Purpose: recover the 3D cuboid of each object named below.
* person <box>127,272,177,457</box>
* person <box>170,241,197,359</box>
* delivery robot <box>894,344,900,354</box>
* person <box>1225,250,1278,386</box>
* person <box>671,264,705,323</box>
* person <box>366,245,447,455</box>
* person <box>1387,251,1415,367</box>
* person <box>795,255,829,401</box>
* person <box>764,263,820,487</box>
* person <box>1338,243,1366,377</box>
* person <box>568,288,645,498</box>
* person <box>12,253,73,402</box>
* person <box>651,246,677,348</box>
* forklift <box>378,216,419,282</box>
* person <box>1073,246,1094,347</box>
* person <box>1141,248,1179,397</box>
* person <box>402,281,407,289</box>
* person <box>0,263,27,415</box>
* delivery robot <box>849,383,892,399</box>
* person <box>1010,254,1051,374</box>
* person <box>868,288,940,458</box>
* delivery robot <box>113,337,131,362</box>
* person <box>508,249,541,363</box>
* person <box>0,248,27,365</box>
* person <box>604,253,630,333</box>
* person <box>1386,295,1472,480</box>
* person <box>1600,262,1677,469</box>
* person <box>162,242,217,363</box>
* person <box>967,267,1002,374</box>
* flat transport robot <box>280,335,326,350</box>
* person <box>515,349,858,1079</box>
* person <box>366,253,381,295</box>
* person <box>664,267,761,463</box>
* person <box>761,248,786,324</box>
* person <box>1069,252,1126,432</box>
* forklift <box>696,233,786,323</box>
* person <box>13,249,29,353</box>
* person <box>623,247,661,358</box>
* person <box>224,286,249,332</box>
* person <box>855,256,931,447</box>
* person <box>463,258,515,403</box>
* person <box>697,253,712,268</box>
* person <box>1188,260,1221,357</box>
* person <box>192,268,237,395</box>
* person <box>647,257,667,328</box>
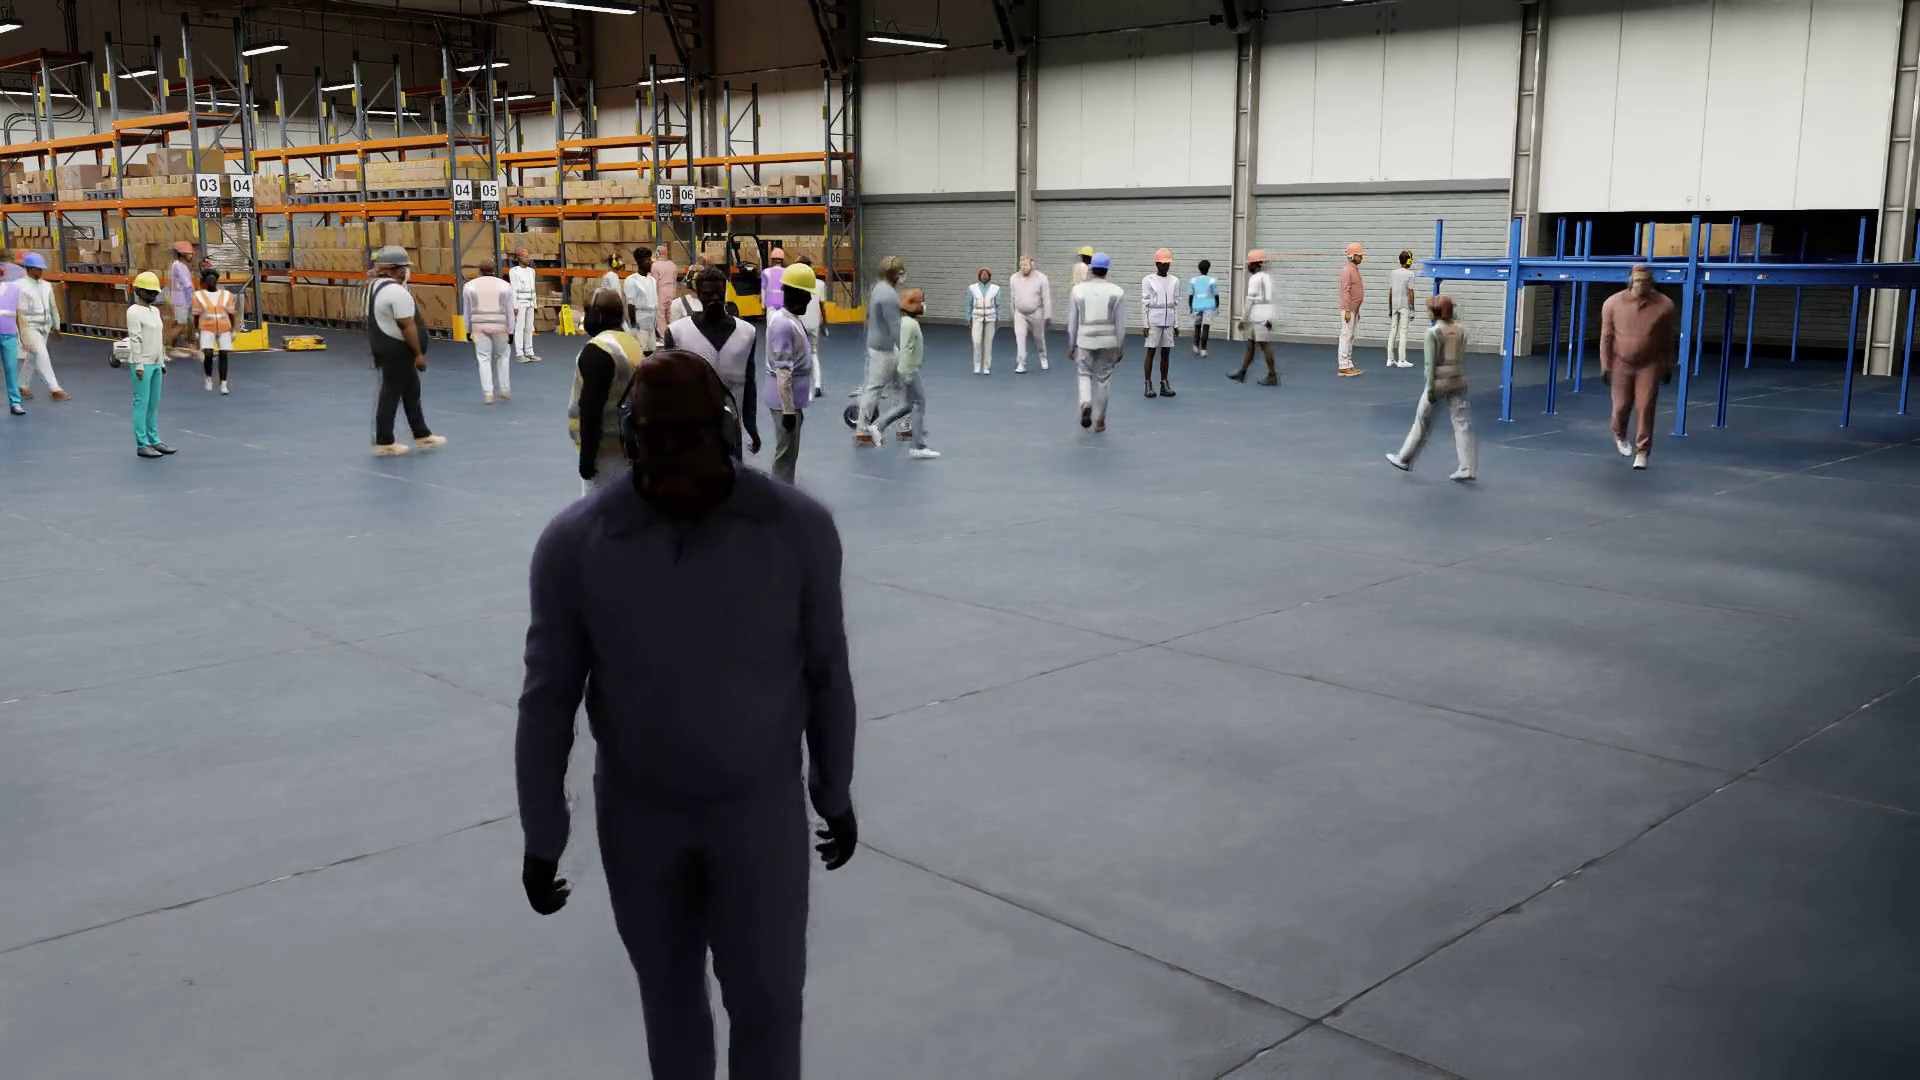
[{"bbox_3d":[-7.795,-1.690,16.017,0.337,1.760,0.526,0,10,0],"label":"person"},{"bbox_3d":[-13.288,-4.122,28.607,0.793,1.996,0.621,-5,11,-25],"label":"person"},{"bbox_3d":[-1.061,-2.899,25.753,0.477,0.478,0.707,-3,11,-17],"label":"delivery robot"},{"bbox_3d":[4.154,-3.152,23.642,0.924,1.890,0.552,5,12,26],"label":"person"},{"bbox_3d":[-2.423,-1.619,15.390,0.507,1.847,0.343,-9,14,-40],"label":"person"},{"bbox_3d":[-5.349,-1.839,16.172,0.882,2.000,0.695,-7,13,-35],"label":"person"},{"bbox_3d":[7.141,-3.734,26.890,0.319,1.864,0.517,-8,13,-36],"label":"person"},{"bbox_3d":[-1.967,-2.707,21.296,0.537,1.850,0.393,-5,11,-25],"label":"person"},{"bbox_3d":[-1.165,-0.963,11.623,0.396,1.915,0.589,0,10,1],"label":"person"},{"bbox_3d":[5.932,-3.491,25.190,0.382,1.995,0.612,5,12,26],"label":"person"},{"bbox_3d":[-1.948,-0.528,9.534,0.662,1.818,0.635,1,10,6],"label":"person"},{"bbox_3d":[-11.860,-2.726,21.335,1.020,1.889,0.621,3,11,15],"label":"person"},{"bbox_3d":[-5.662,-4.626,31.622,0.409,1.907,0.649,7,12,33],"label":"person"},{"bbox_3d":[-17.868,-9.201,54.028,1.873,2.768,1.129,-10,14,-44],"label":"forklift"},{"bbox_3d":[2.385,-4.642,31.733,0.577,1.904,0.590,-3,11,-15],"label":"person"},{"bbox_3d":[2.652,-2.862,21.915,0.543,1.939,0.355,-4,11,-22],"label":"person"},{"bbox_3d":[-10.751,-4.545,31.681,0.671,1.720,0.489,5,11,25],"label":"person"},{"bbox_3d":[-11.349,-2.398,19.631,0.565,1.845,0.384,-9,14,-40],"label":"person"},{"bbox_3d":[-0.876,-1.695,18.476,0.698,0.223,0.335,3,11,14],"label":"delivery robot"},{"bbox_3d":[1.121,-3.555,26.017,0.661,1.838,1.065,3,11,15],"label":"person"},{"bbox_3d":[-0.535,-1.598,15.889,0.612,1.616,0.502,-1,10,-4],"label":"person"},{"bbox_3d":[-13.421,-3.130,27.013,0.477,0.478,0.707,0,10,3],"label":"delivery robot"},{"bbox_3d":[-7.285,-3.924,27.855,0.356,1.884,0.574,5,11,25],"label":"person"},{"bbox_3d":[-15.621,-3.838,27.326,0.690,1.904,0.527,0,10,-2],"label":"person"},{"bbox_3d":[-5.613,-3.709,26.838,0.920,1.833,0.514,1,10,3],"label":"person"},{"bbox_3d":[4.162,-1.333,14.522,0.525,1.586,0.893,-6,12,-30],"label":"person"},{"bbox_3d":[6.242,-1.623,15.340,0.663,1.873,0.653,4,11,23],"label":"person"},{"bbox_3d":[-13.063,-3.967,27.807,0.946,2.010,0.639,-5,12,-26],"label":"person"},{"bbox_3d":[0.373,-3.305,25.177,0.540,1.614,0.674,0,10,-1],"label":"person"},{"bbox_3d":[-12.382,-3.728,31.305,0.652,0.197,1.431,-5,12,-27],"label":"flat transport robot"},{"bbox_3d":[-0.545,0.571,3.335,0.685,1.879,0.773,-1,10,-5],"label":"person"},{"bbox_3d":[-11.532,-4.804,32.976,0.315,1.767,0.535,7,13,35],"label":"person"},{"bbox_3d":[-1.532,-0.723,10.307,0.603,1.915,0.390,-5,12,-27],"label":"person"},{"bbox_3d":[-3.111,-4.031,28.404,0.542,1.911,0.926,-2,11,-11],"label":"person"},{"bbox_3d":[1.477,-2.127,17.912,0.632,1.935,0.554,2,11,10],"label":"person"},{"bbox_3d":[-5.496,-6.489,41.108,2.313,2.155,1.214,-10,14,-44],"label":"forklift"},{"bbox_3d":[-15.804,-3.998,28.246,0.515,1.885,0.584,-8,13,-37],"label":"person"},{"bbox_3d":[-4.004,-2.726,21.097,0.368,1.966,0.603,4,11,20],"label":"person"},{"bbox_3d":[-15.876,-5.383,36.490,0.269,1.632,0.505,9,14,40],"label":"person"},{"bbox_3d":[-0.661,-1.898,16.787,0.912,1.887,0.646,-1,10,-6],"label":"person"},{"bbox_3d":[-6.012,-2.681,21.282,0.630,1.814,0.816,-3,11,-14],"label":"person"},{"bbox_3d":[-3.543,-3.077,23.299,0.598,1.866,0.619,8,13,36],"label":"person"},{"bbox_3d":[4.305,-4.057,29.145,0.543,1.681,0.614,5,11,25],"label":"person"},{"bbox_3d":[-9.928,-2.782,22.185,0.535,1.684,0.374,-7,12,-32],"label":"person"},{"bbox_3d":[-6.049,-4.744,32.624,0.970,1.786,0.590,3,11,15],"label":"person"}]
